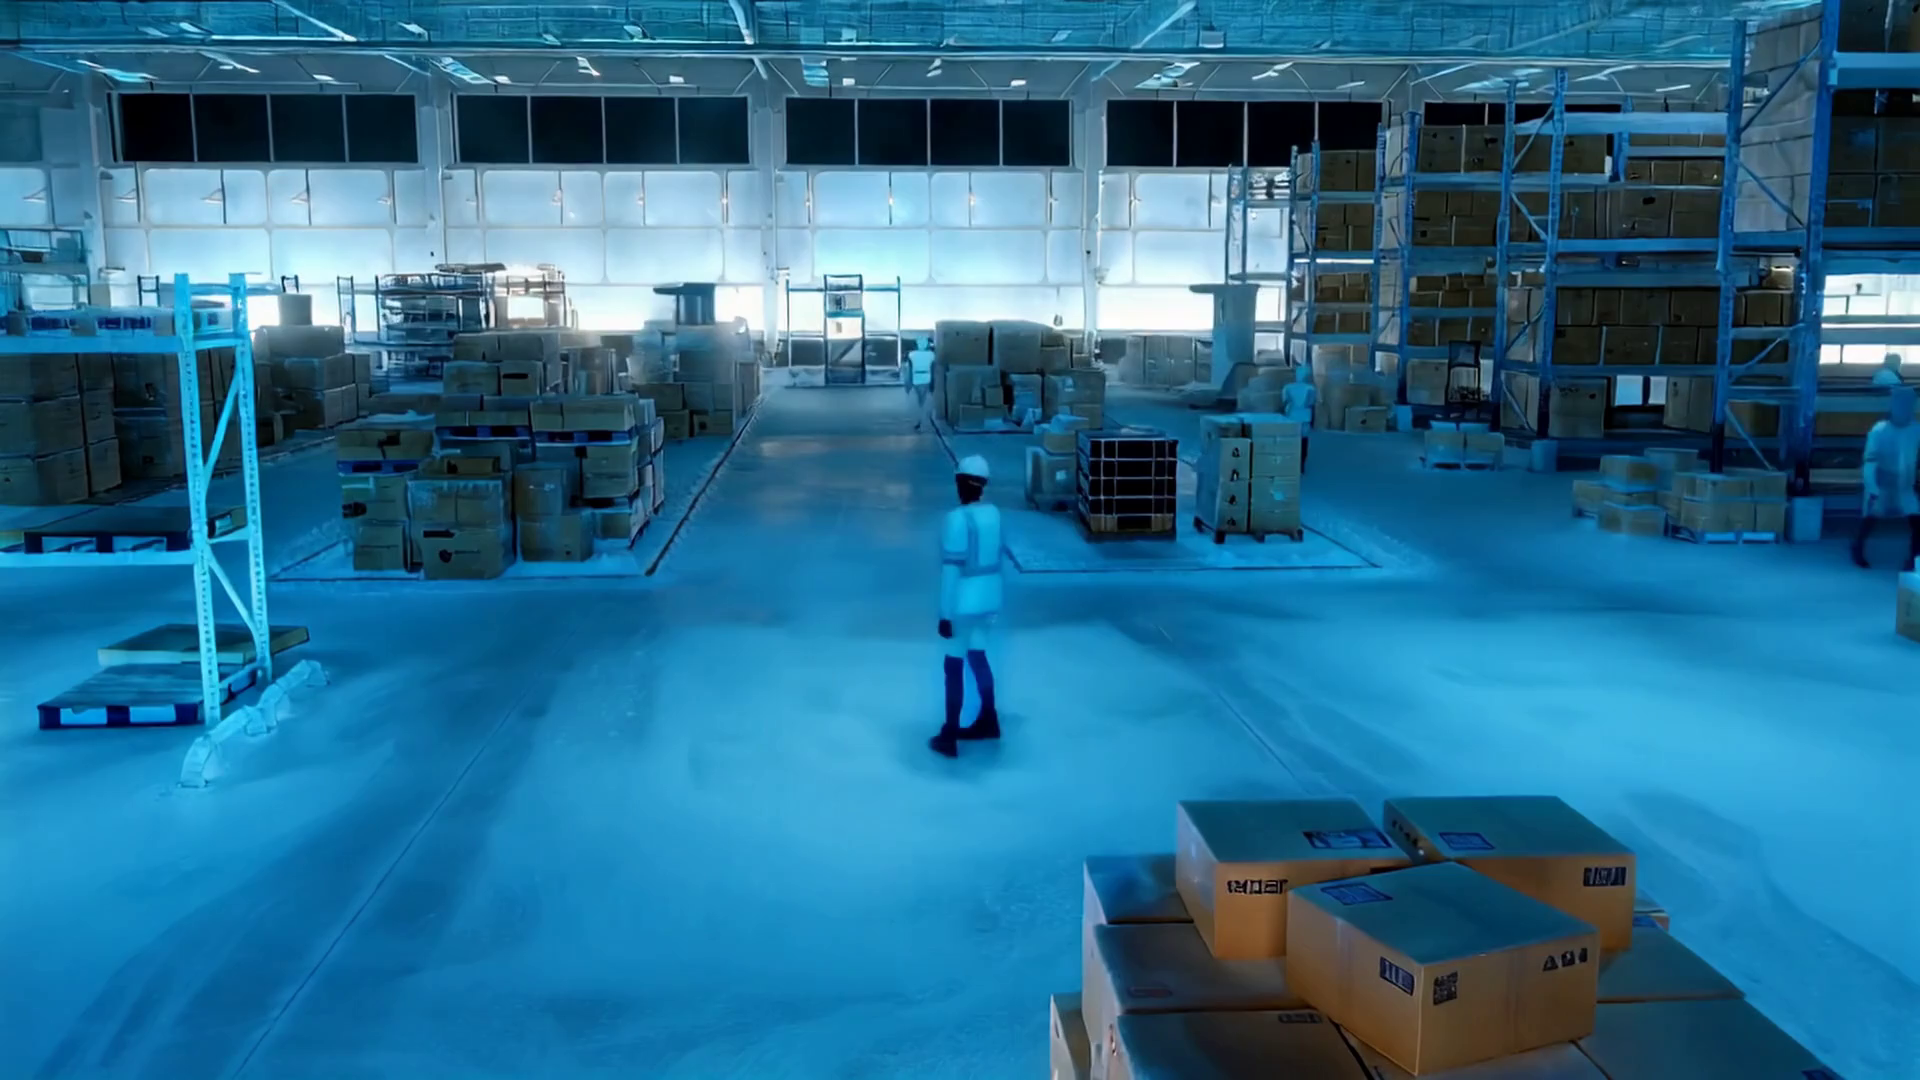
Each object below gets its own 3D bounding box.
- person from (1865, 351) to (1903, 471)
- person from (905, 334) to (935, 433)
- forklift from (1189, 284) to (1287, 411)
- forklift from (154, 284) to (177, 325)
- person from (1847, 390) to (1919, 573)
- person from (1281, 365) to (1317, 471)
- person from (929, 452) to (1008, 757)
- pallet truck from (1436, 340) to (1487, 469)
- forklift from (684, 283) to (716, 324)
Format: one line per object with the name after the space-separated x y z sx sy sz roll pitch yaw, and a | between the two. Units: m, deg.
13.496 -1.783 24.219 0.519 1.921 0.628 1 9 9 | person
-0.744 -2.987 31.856 0.612 1.895 0.524 -4 10 -26 | person
6.178 -4.237 36.633 1.873 2.768 1.129 8 12 40 | forklift
-17.795 -4.385 37.562 1.873 2.768 1.129 -6 11 -32 | forklift
9.319 -0.561 16.650 0.648 1.904 1.025 -1 9 -6 | person
5.171 -1.840 25.387 0.540 1.667 0.804 2 9 12 | person
0.057 0.395 10.598 0.404 1.907 0.591 6 11 35 | person
8.004 -2.170 26.422 0.823 1.965 1.885 2 9 14 | pallet truck
-6.539 -5.091 41.995 1.873 2.768 1.129 -9 13 -44 | forklift
